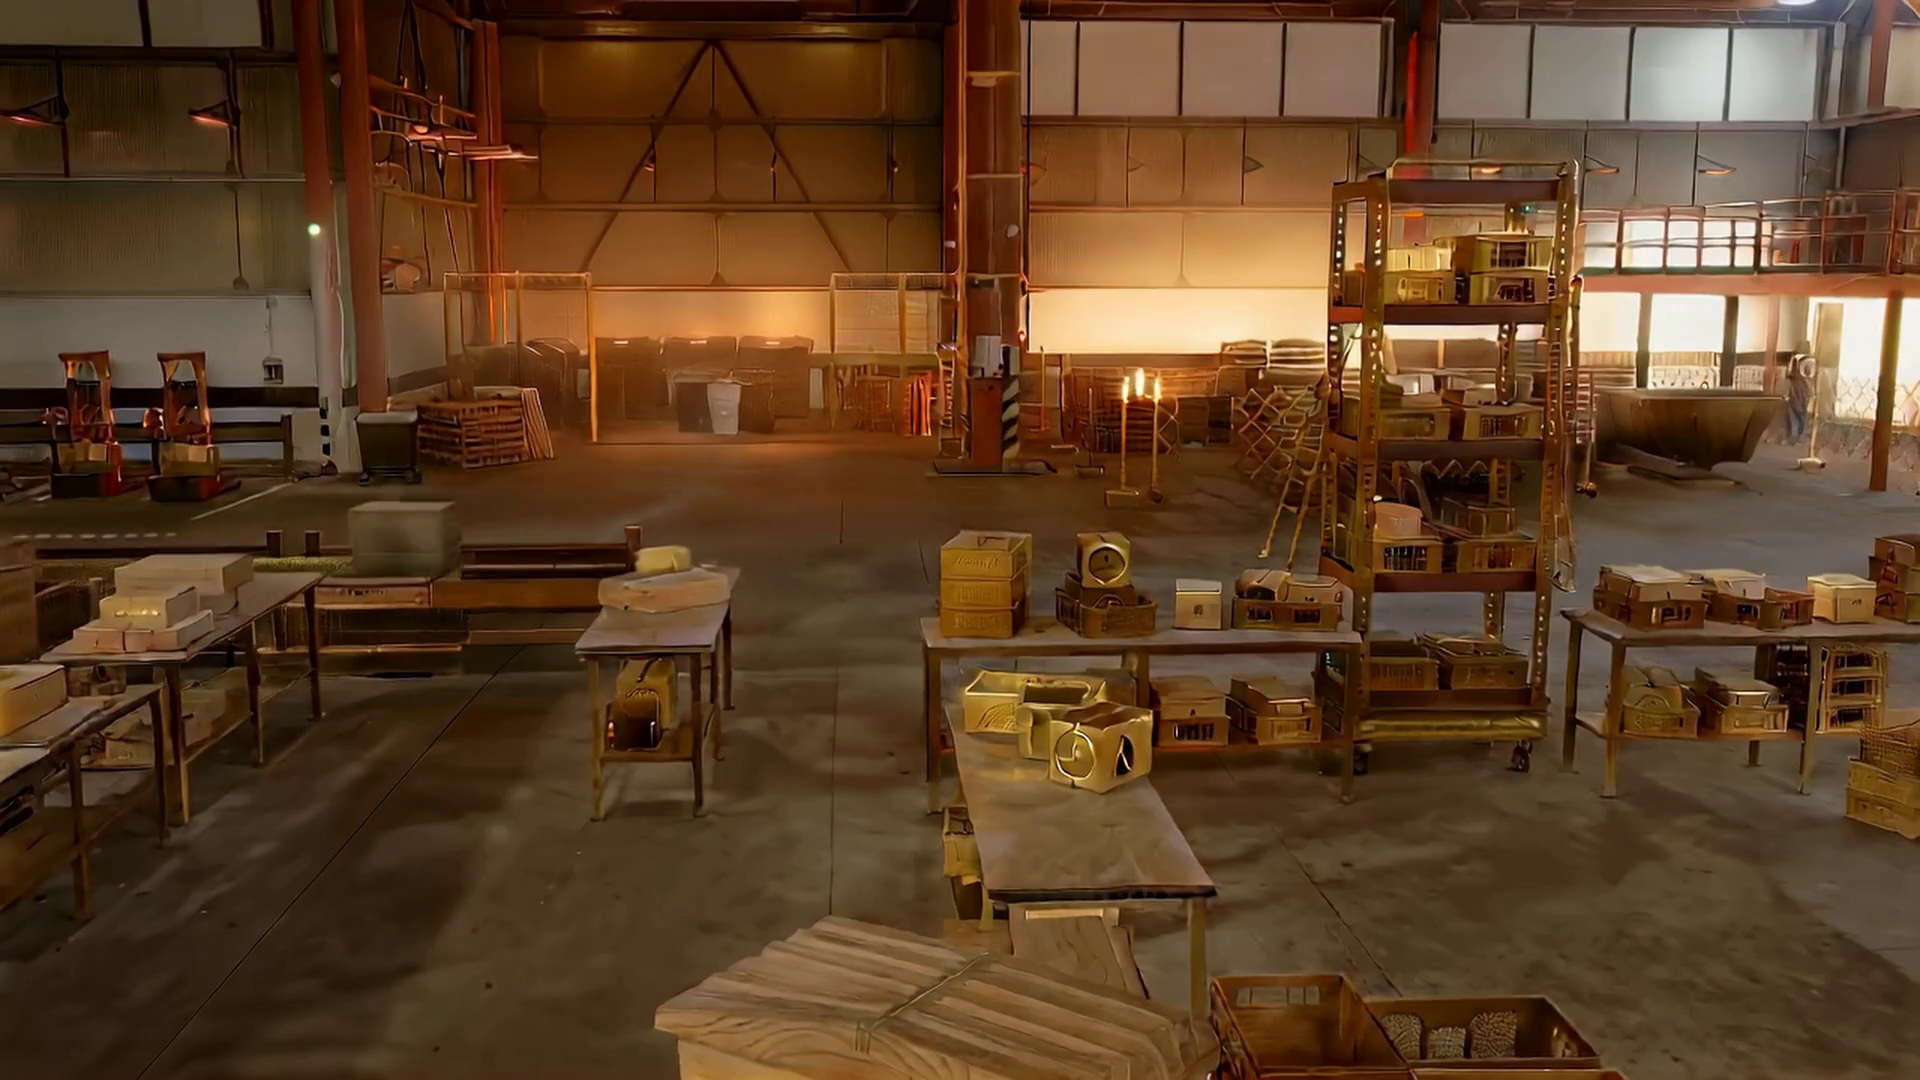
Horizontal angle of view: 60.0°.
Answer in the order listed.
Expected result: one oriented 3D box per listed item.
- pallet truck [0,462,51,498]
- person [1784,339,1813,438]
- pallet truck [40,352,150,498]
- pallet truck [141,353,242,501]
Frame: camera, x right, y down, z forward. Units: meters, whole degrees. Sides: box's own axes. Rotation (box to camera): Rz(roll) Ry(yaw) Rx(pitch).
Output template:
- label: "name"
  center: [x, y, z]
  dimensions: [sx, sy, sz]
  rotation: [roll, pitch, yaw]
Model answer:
- label: "pallet truck"
  center: [-13.193, -1.293, 23.148]
  dimensions: [0.653, 1.274, 1.630]
  rotation: [-1, 9, -4]
- label: "person"
  center: [15.658, -2.816, 31.019]
  dimensions: [0.332, 1.842, 0.508]
  rotation: [-5, 10, -27]
- label: "pallet truck"
  center: [-11.907, -1.642, 23.165]
  dimensions: [0.823, 1.965, 1.885]
  rotation: [0, 9, 0]
- label: "pallet truck"
  center: [-10.520, -1.604, 22.925]
  dimensions: [0.823, 1.965, 1.885]
  rotation: [-1, 9, -6]
